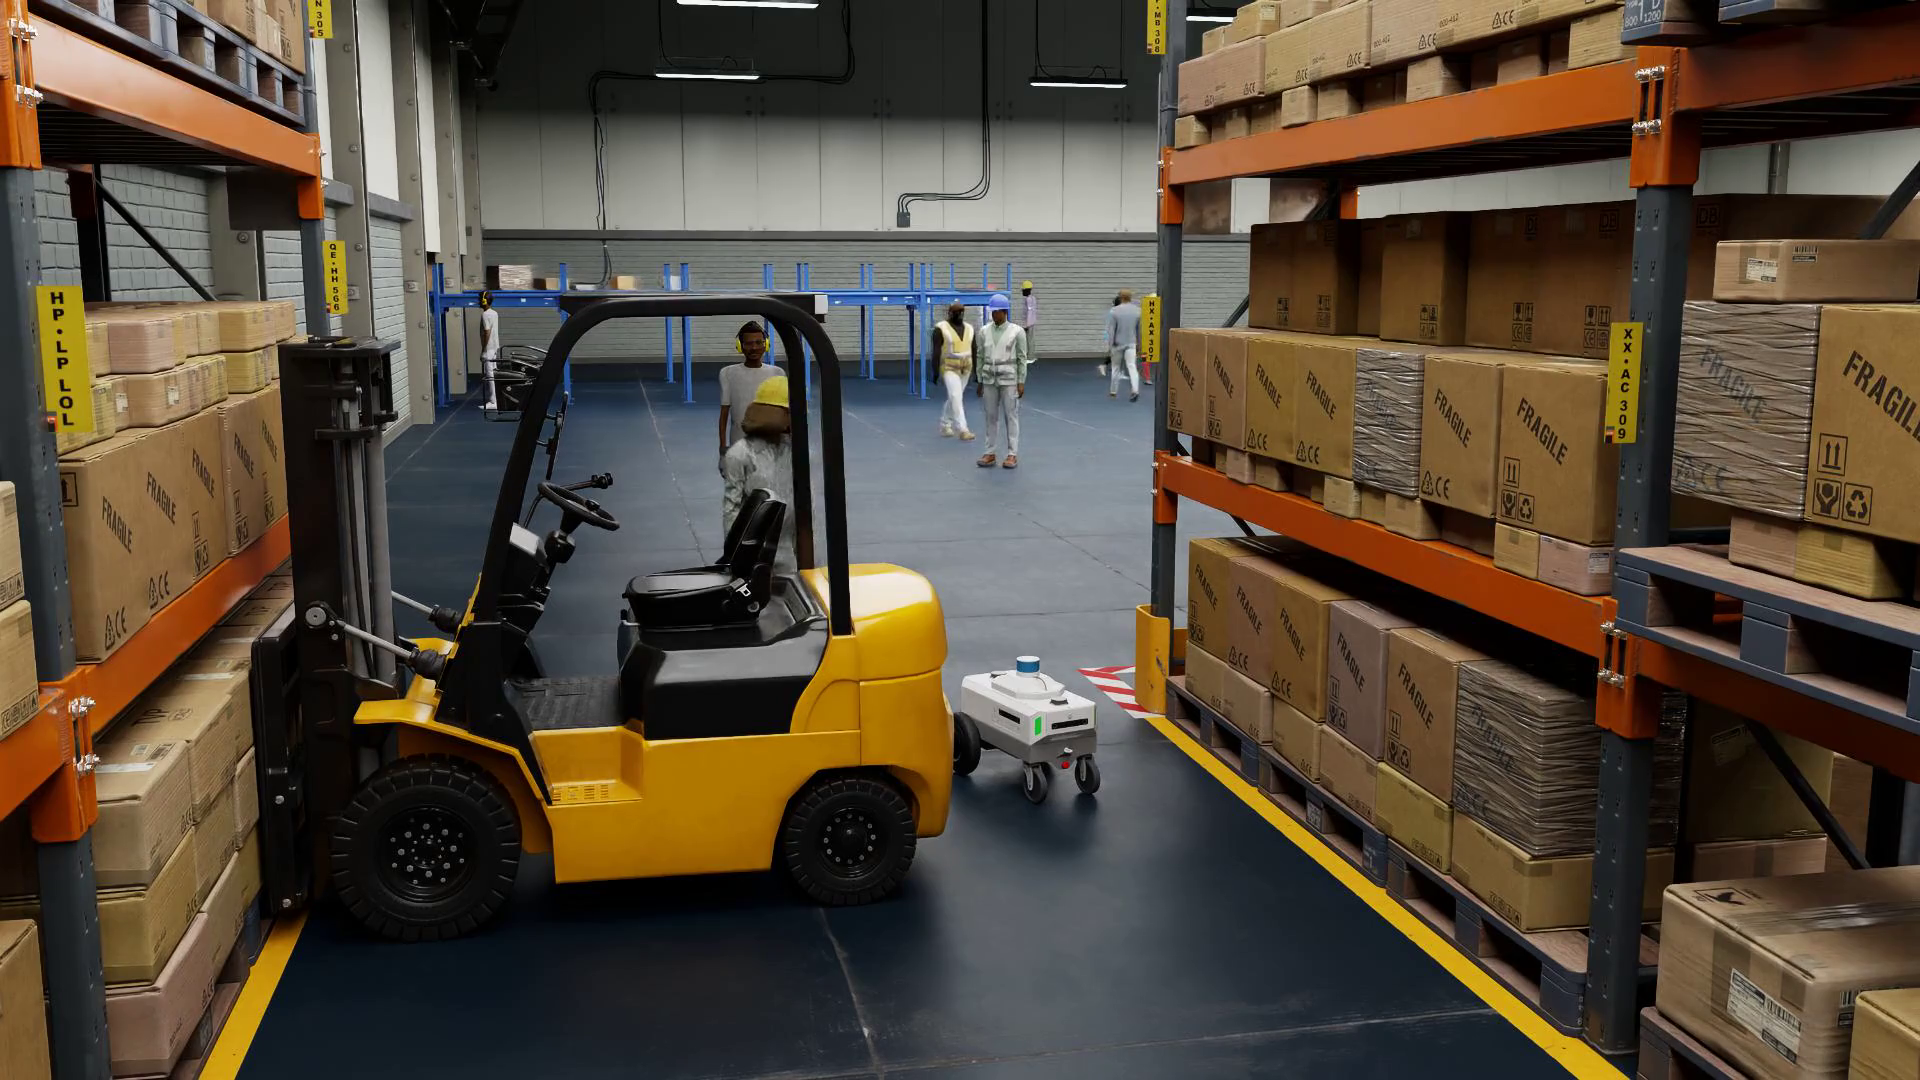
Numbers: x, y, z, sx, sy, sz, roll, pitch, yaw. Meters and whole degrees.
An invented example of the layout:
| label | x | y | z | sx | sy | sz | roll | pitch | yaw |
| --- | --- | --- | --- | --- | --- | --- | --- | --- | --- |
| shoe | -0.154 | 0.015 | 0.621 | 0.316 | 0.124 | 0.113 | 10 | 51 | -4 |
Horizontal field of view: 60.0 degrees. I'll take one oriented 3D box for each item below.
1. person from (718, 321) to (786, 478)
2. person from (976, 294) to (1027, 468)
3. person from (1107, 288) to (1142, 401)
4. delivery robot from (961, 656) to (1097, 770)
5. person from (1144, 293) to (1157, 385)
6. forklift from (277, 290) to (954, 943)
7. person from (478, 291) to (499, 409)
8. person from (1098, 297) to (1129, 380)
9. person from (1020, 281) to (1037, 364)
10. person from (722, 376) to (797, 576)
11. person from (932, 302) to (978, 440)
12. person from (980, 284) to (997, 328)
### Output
| label | x | y | z | sx | sy | sz | roll | pitch | yaw |
| --- | --- | --- | --- | --- | --- | --- | --- | --- | --- |
| person | -1.467 | -0.617 | 11.823 | 0.517 | 1.874 | 0.327 | -3 | 10 | -19 |
| person | 0.452 | -1.792 | 18.753 | 0.615 | 1.945 | 0.404 | 5 | 11 | 28 |
| person | 2.815 | -3.309 | 28.185 | 0.642 | 1.902 | 0.994 | -2 | 10 | -13 |
| delivery robot | 0.299 | 0.754 | 7.311 | 0.477 | 0.478 | 0.707 | -5 | 11 | -28 |
| person | 3.738 | -3.815 | 31.693 | 0.556 | 1.736 | 0.757 | -4 | 10 | -24 |
| forklift | -1.179 | 0.175 | 6.143 | 2.313 | 2.155 | 1.214 | -2 | 10 | -12 |
| person | -7.531 | -3.030 | 26.538 | 0.328 | 1.872 | 0.515 | 0 | 9 | 3 |
| person | 3.099 | -4.024 | 33.131 | 0.520 | 1.684 | 0.539 | 5 | 11 | 28 |
| person | 1.593 | -5.068 | 38.860 | 0.437 | 1.913 | 0.635 | 1 | 9 | 3 |
| person | -0.945 | 0.057 | 8.151 | 0.369 | 1.726 | 0.543 | 8 | 13 | 42 |
| person | -0.053 | -2.242 | 21.973 | 0.641 | 1.798 | 0.950 | -6 | 11 | -34 |
| person | 0.614 | -4.447 | 35.076 | 0.578 | 1.907 | 0.695 | -7 | 12 | -36 |
